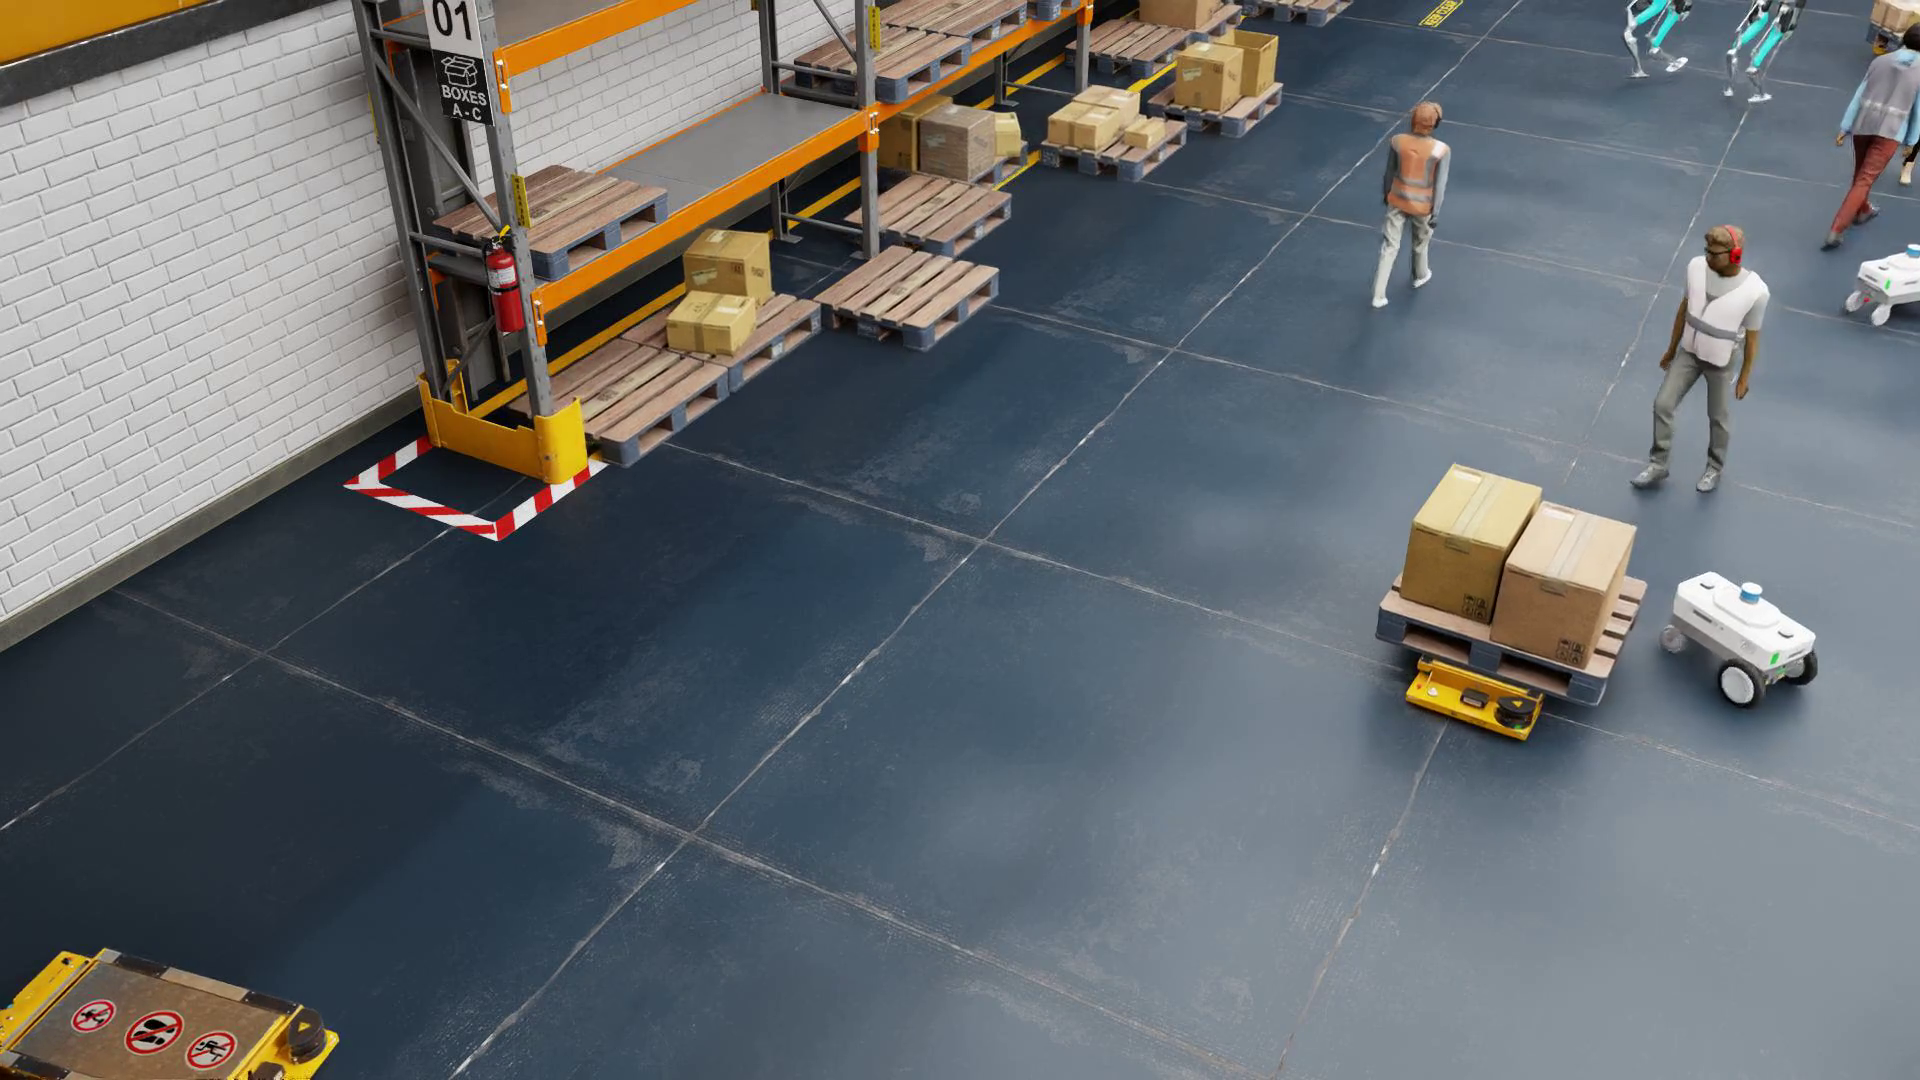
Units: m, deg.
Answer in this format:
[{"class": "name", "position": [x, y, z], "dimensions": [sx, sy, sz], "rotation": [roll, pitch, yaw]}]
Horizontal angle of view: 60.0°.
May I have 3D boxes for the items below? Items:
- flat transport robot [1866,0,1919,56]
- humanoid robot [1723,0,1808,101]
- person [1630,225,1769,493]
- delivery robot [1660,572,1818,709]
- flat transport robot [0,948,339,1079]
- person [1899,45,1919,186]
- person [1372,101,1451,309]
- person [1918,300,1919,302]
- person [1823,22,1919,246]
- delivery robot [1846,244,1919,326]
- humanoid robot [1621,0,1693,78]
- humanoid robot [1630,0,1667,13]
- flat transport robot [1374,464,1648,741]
[{"class": "flat transport robot", "position": [10.561, -5.142, 17.928], "dimensions": [0.659, 0.231, 1.431], "rotation": [-3, 34, -4]}, {"class": "humanoid robot", "position": [8.077, -5.198, 16.684], "dimensions": [0.936, 1.750, 0.567], "rotation": [-22, 39, -29]}, {"class": "person", "position": [4.691, -1.125, 10.461], "dimensions": [0.666, 1.801, 0.583], "rotation": [-18, 38, -25]}, {"class": "delivery robot", "position": [4.278, 0.516, 9.106], "dimensions": [0.499, 0.592, 0.774], "rotation": [-17, 37, -24]}, {"class": "flat transport robot", "position": [-3.411, 2.116, 6.947], "dimensions": [1.431, 0.231, 0.659], "rotation": [10, 35, 15]}, {"class": "person", "position": [8.630, -4.046, 14.972], "dimensions": [0.530, 1.697, 0.322], "rotation": [18, 38, 25]}, {"class": "person", "position": [3.500, -2.613, 12.895], "dimensions": [0.534, 1.584, 0.881], "rotation": [22, 39, 29]}, {"class": "person", "position": [7.877, -2.688, 12.784], "dimensions": [0.563, 1.847, 0.392], "rotation": [18, 38, 25]}, {"class": "person", "position": [7.666, -3.388, 13.873], "dimensions": [1.051, 1.812, 0.566], "rotation": [-23, 40, -31]}, {"class": "delivery robot", "position": [7.353, -1.999, 12.924], "dimensions": [0.794, 0.606, 0.499], "rotation": [-10, 35, -15]}, {"class": "humanoid robot", "position": [7.298, -5.601, 17.262], "dimensions": [0.982, 1.718, 0.539], "rotation": [-18, 38, -25]}, {"class": "humanoid robot", "position": [8.205, -7.042, 19.527], "dimensions": [0.387, 1.651, 0.589], "rotation": [-16, 37, -23]}, {"class": "flat transport robot", "position": [3.045, 0.566, 9.291], "dimensions": [0.659, 0.231, 1.431], "rotation": [19, 38, 26]}]
